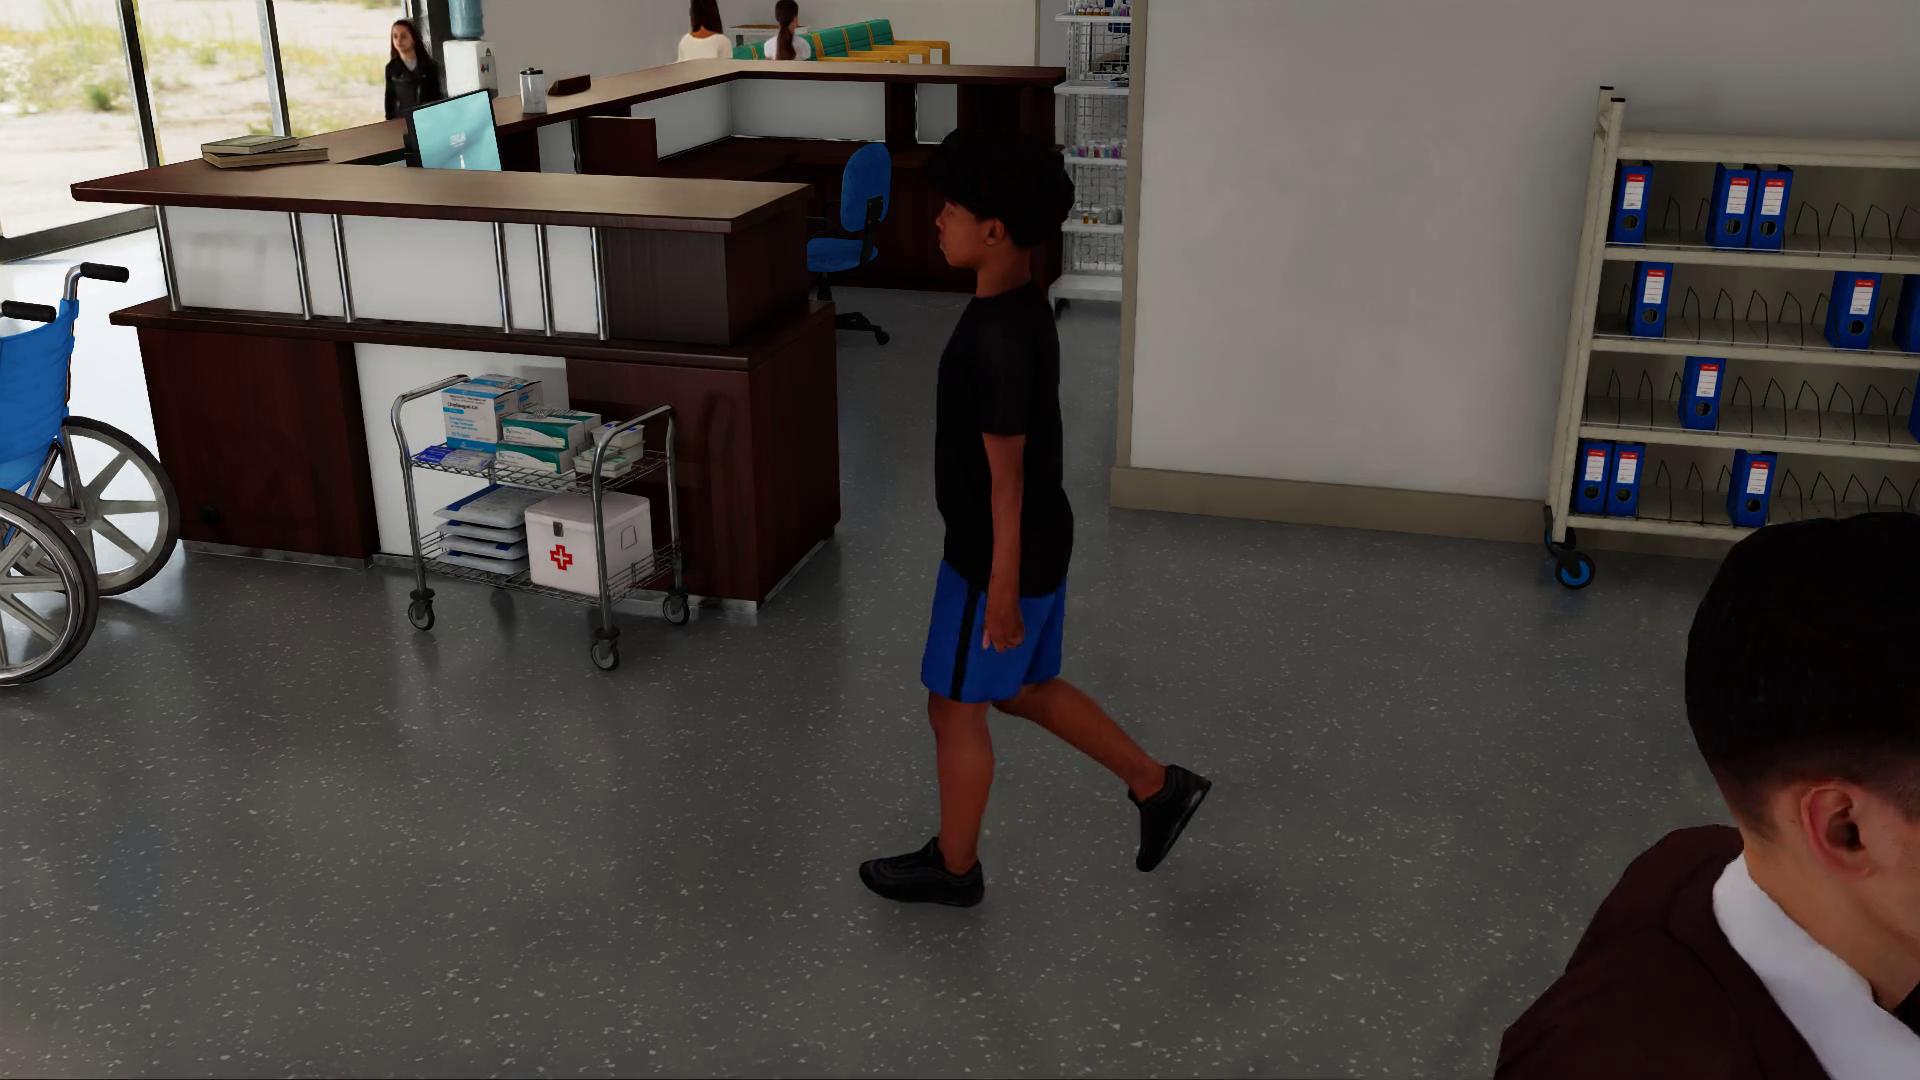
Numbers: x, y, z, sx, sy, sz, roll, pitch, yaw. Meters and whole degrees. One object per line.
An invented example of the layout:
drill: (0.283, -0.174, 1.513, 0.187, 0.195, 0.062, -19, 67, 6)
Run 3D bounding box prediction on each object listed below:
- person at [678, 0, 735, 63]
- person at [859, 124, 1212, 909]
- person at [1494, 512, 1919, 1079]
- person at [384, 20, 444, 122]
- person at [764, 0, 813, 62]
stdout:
person: (-1.774, -2.904, 11.482, 0.881, 1.659, 0.780, 9, 22, 21)
person: (0.186, 0.019, 3.603, 1.037, 1.773, 0.647, 3, 21, 8)
person: (0.435, 0.851, 1.340, 1.282, 1.821, 1.006, 16, 26, 36)
person: (-3.825, -2.924, 11.799, 0.573, 1.472, 0.690, 0, 21, 0)
person: (-1.336, -3.359, 12.854, 0.797, 1.537, 0.667, 8, 22, 21)
